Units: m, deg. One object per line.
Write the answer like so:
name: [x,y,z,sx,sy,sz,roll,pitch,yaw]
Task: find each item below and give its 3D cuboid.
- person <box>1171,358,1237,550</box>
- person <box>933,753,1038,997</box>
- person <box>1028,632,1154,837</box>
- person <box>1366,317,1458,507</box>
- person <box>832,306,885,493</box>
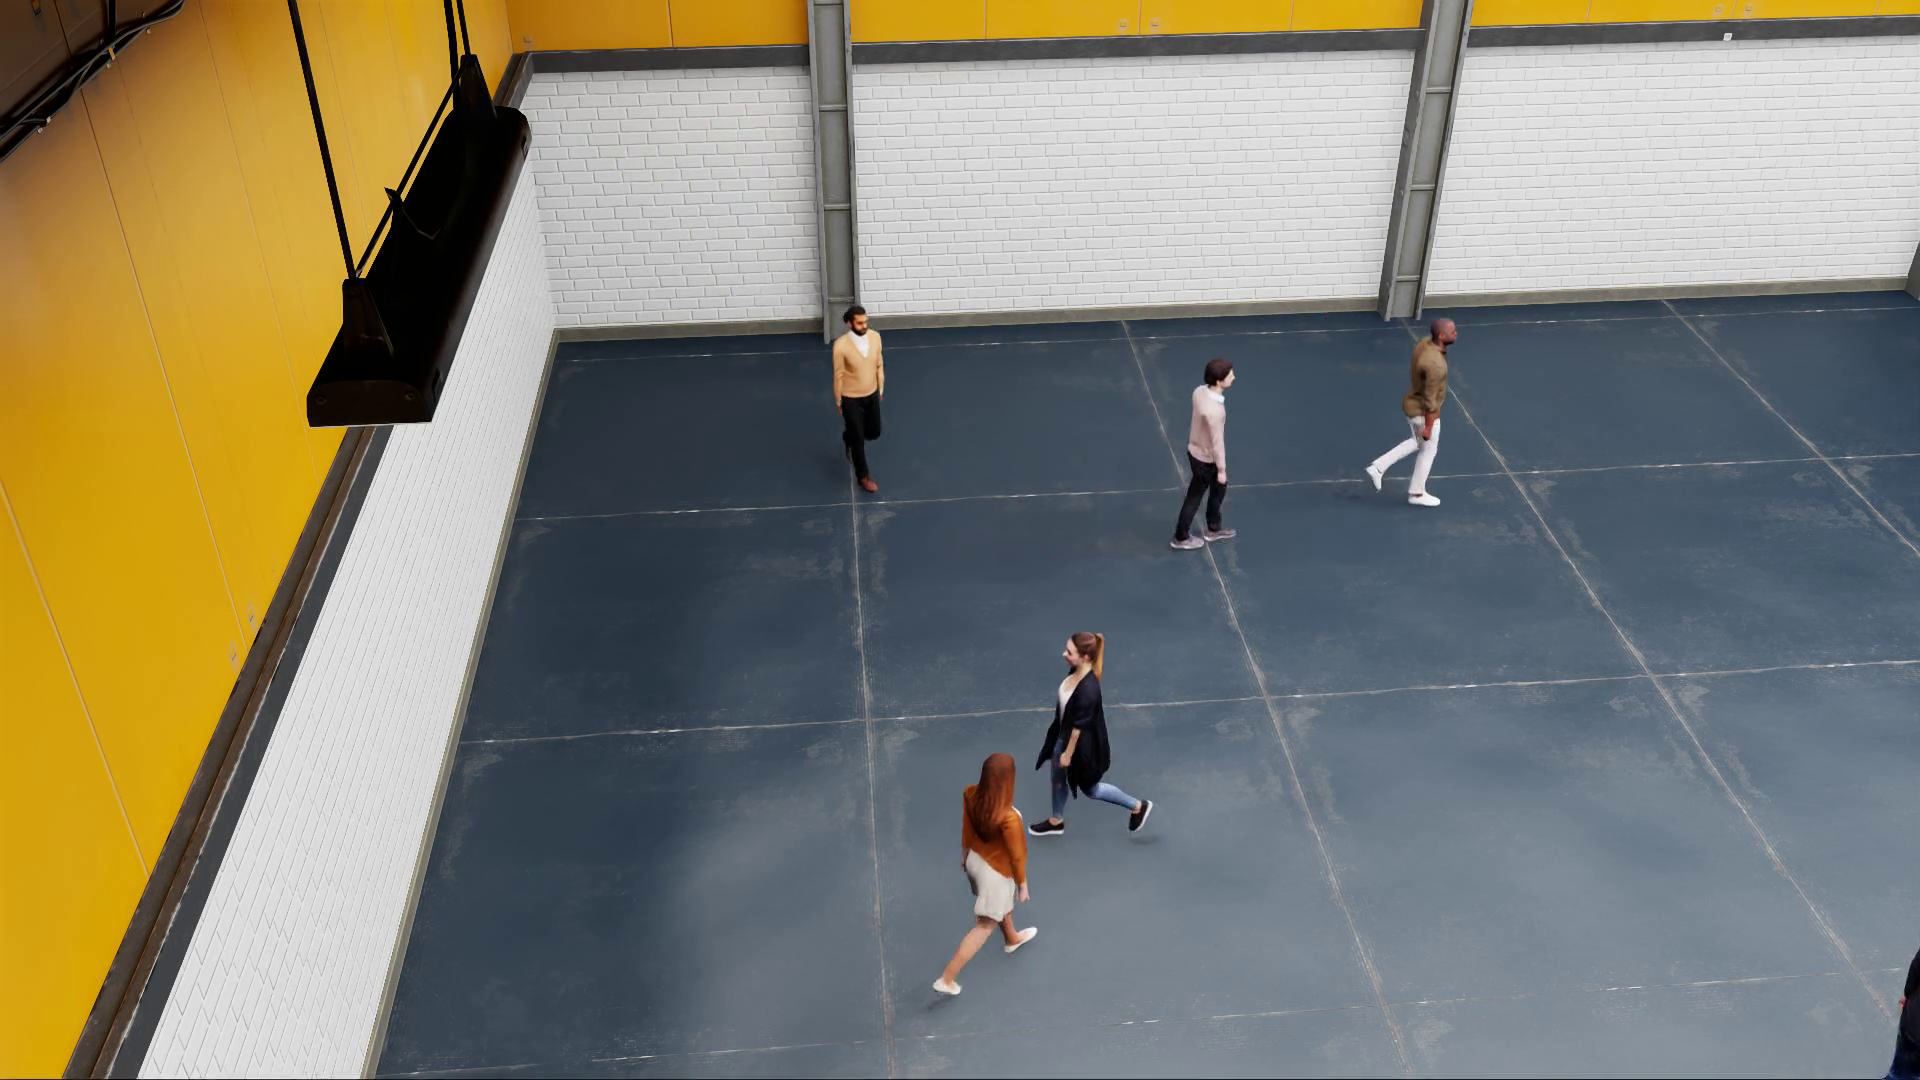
person: [1.935,-0.677,13.704,0.792,1.788,0.661,-3,34,-5]
person: [0.128,1.988,9.784,1.185,1.688,0.997,-22,40,-30]
person: [0.873,1.316,10.820,1.047,1.660,0.654,-4,34,-6]
person: [3.917,-1.104,14.331,0.932,1.804,0.775,1,34,2]
person: [-0.936,-1.288,14.669,0.997,1.736,0.982,-22,39,-29]
